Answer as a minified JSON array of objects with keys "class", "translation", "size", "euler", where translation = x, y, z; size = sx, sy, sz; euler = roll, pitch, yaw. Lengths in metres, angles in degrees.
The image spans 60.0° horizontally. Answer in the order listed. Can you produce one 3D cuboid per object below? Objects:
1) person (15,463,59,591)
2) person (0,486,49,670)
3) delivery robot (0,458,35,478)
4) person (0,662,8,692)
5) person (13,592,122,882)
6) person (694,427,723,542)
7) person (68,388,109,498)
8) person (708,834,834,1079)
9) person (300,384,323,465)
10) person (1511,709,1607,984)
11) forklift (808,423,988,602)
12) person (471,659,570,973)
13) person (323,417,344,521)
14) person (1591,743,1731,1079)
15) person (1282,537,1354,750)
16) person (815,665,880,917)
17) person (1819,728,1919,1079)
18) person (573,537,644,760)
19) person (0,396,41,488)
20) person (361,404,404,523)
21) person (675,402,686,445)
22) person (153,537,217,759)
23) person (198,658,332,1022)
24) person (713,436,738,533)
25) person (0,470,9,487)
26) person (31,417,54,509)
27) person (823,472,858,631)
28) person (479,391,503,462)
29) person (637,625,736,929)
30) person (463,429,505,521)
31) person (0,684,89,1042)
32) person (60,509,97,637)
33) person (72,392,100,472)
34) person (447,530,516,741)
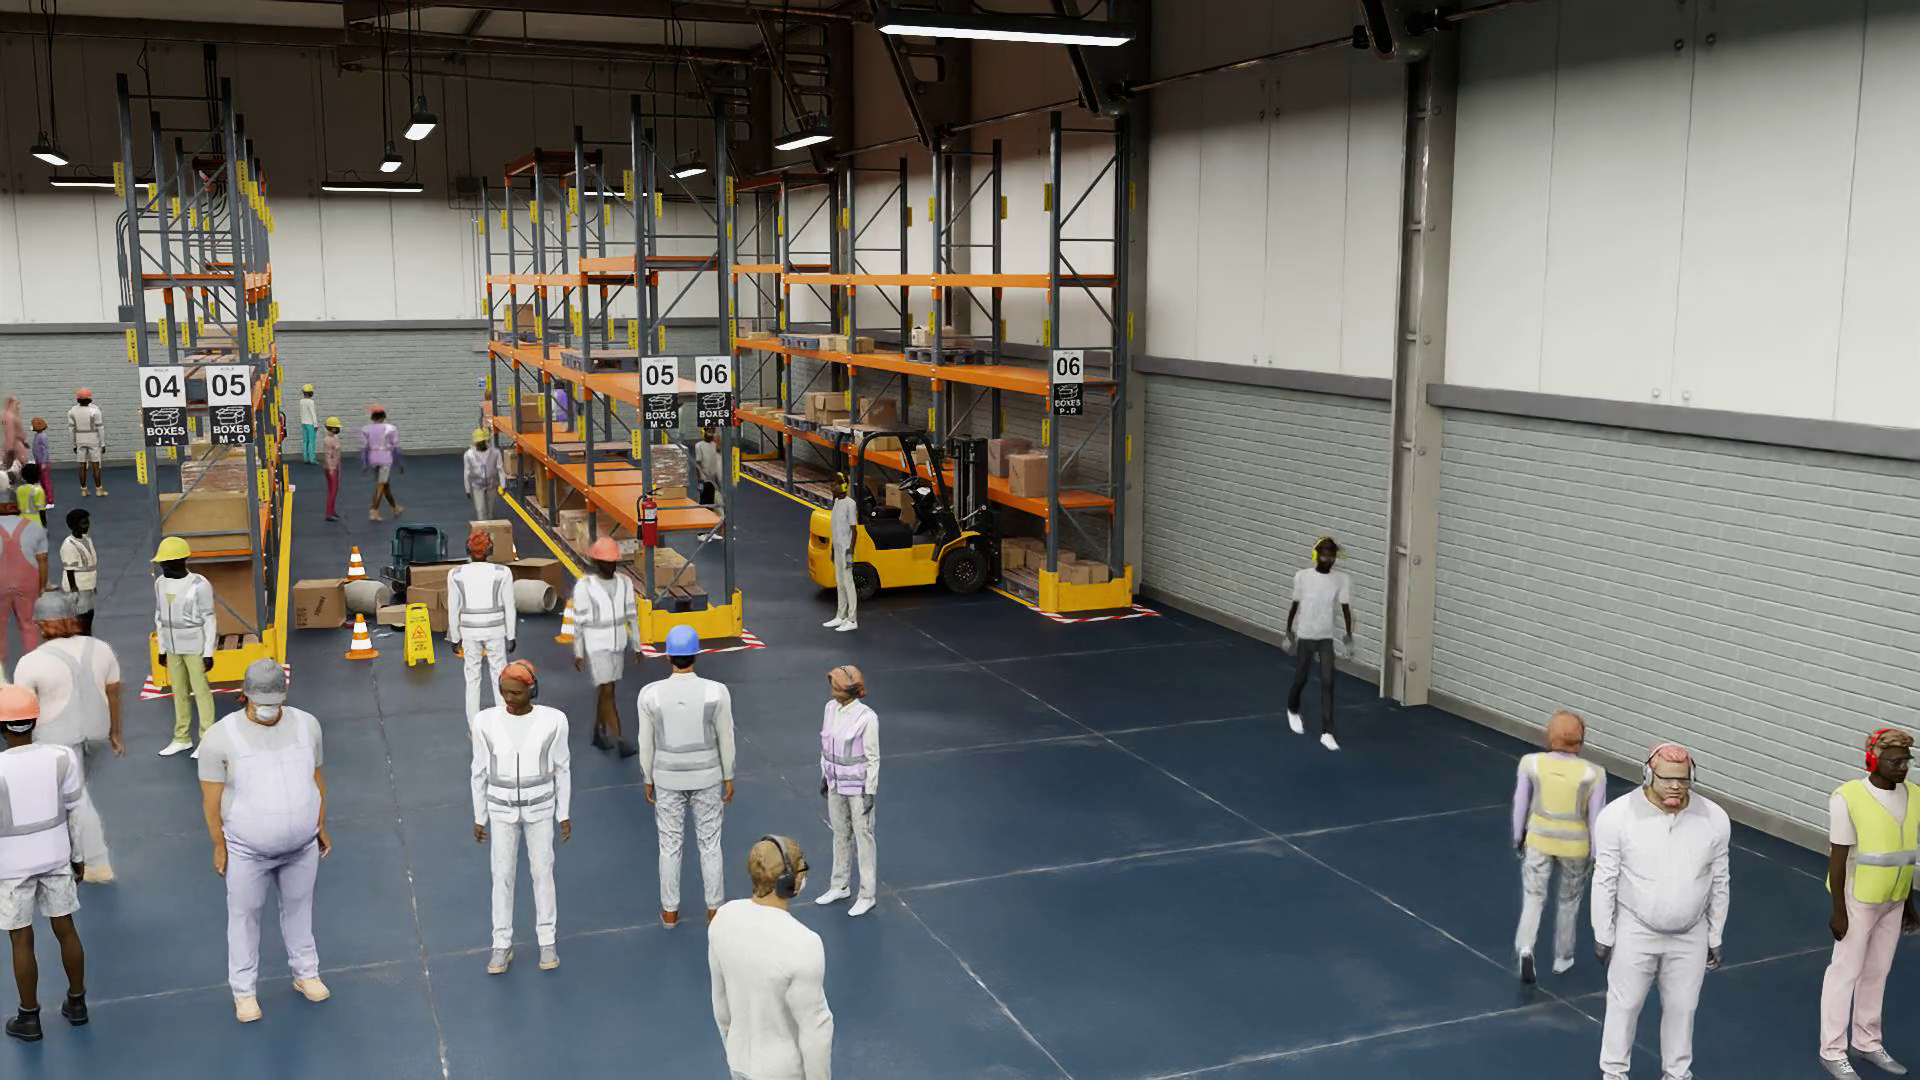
[{"class":"person","translation":[-12.120,-0.165,21.771],"size":[0.538,1.697,0.318],"euler":[5,10,28]},{"class":"person","translation":[-9.623,0.444,16.852],"size":[0.687,2.000,0.536],"euler":[-7,12,-39]},{"class":"delivery robot","translation":[-18.772,-1.453,33.147],"size":[0.707,0.478,0.477],"euler":[-7,12,-36]},{"class":"person","translation":[-9.639,0.726,16.135],"size":[0.880,1.712,0.580],"euler":[3,10,20]},{"class":"person","translation":[-6.166,1.307,11.422],"size":[1.012,2.000,0.696],"euler":[4,10,25]},{"class":"person","translation":[-3.920,-0.909,25.925],"size":[0.326,1.865,0.519],"euler":[5,10,27]},{"class":"person","translation":[-16.237,-1.804,30.979],"size":[0.608,2.048,0.363],"euler":[-1,9,-5]},{"class":"person","translation":[-0.736,2.114,6.661],"size":[0.629,1.940,0.372],"euler":[8,12,41]},{"class":"person","translation":[-14.239,-2.528,36.413],"size":[0.525,1.772,0.304],"euler":[7,11,37]},{"class":"person","translation":[3.461,1.795,9.673],"size":[0.521,1.620,0.636],"euler":[5,10,29]},{"class":"forklift","translation":[-0.830,-0.399,21.676],"size":[2.313,2.155,1.214],"euler":[-4,10,-21]},{"class":"person","translation":[-2.604,1.628,9.885],"size":[0.572,1.886,0.353],"euler":[-2,9,-10]},{"class":"person","translation":[-10.591,-1.205,28.129],"size":[0.343,1.758,0.525],"euler":[-2,9,-12]},{"class":"person","translation":[3.408,1.908,8.104],"size":[0.636,1.900,0.399],"euler":[1,9,6]},{"class":"person","translation":[3.180,0.892,14.732],"size":[0.585,1.848,0.742],"euler":[0,9,-2]},{"class":"person","translation":[-0.717,1.607,10.790],"size":[0.310,1.640,0.514],"euler":[-9,13,-44]},{"class":"person","translation":[4.683,1.858,8.561],"size":[0.567,1.846,0.389],"euler":[-4,10,-22]},{"class":"person","translation":[-2.948,0.929,14.240],"size":[0.570,1.896,0.930],"euler":[-9,13,-44]},{"class":"person","translation":[-18.096,-1.832,31.816],"size":[0.977,1.858,0.628],"euler":[-7,11,-36]},{"class":"person","translation":[-9.757,-1.295,28.040],"size":[0.622,1.970,1.060],"euler":[2,9,12]},{"class":"person","translation":[-5.901,-2.224,34.952],"size":[0.287,1.625,0.503],"euler":[-2,9,-13]},{"class":"person","translation":[-6.640,0.917,14.244],"size":[0.589,1.923,0.383],"euler":[3,10,20]},{"class":"person","translation":[-3.840,1.642,9.314],"size":[0.675,2.000,0.536],"euler":[-8,12,-42]},{"class":"person","translation":[-3.787,-0.875,26.554],"size":[0.870,1.582,0.508],"euler":[8,12,41]},{"class":"person","translation":[-13.064,-0.338,22.346],"size":[0.608,1.880,0.967],"euler":[-1,9,-9]},{"class":"person","translation":[-16.291,-1.360,29.484],"size":[0.500,1.633,0.284],"euler":[9,13,44]},{"class":"person","translation":[-1.379,0.129,19.388],"size":[0.329,1.866,0.514],"euler":[-5,10,-30]},{"class":"person","translation":[-10.347,-2.504,36.673],"size":[0.524,1.637,0.306],"euler":[1,9,8]},{"class":"person","translation":[-1.719,1.497,10.511],"size":[0.605,1.950,0.381],"euler":[-1,9,-5]},{"class":"person","translation":[-7.313,-0.817,25.616],"size":[0.590,1.779,0.916],"euler":[-4,10,-23]},{"class":"person","translation":[-5.054,1.738,9.032],"size":[0.375,1.935,0.551],"euler":[8,12,40]},{"class":"person","translation":[-9.305,0.502,17.601],"size":[0.319,1.687,0.538],"euler":[-1,9,-7]},{"class":"person","translation":[-18.368,-2.281,34.952],"size":[0.574,1.739,0.350],"euler":[-2,9,-11]},{"class":"person","translation":[-4.241,0.851,14.789],"size":[0.574,1.881,0.357],"euler":[-1,9,-8]}]
